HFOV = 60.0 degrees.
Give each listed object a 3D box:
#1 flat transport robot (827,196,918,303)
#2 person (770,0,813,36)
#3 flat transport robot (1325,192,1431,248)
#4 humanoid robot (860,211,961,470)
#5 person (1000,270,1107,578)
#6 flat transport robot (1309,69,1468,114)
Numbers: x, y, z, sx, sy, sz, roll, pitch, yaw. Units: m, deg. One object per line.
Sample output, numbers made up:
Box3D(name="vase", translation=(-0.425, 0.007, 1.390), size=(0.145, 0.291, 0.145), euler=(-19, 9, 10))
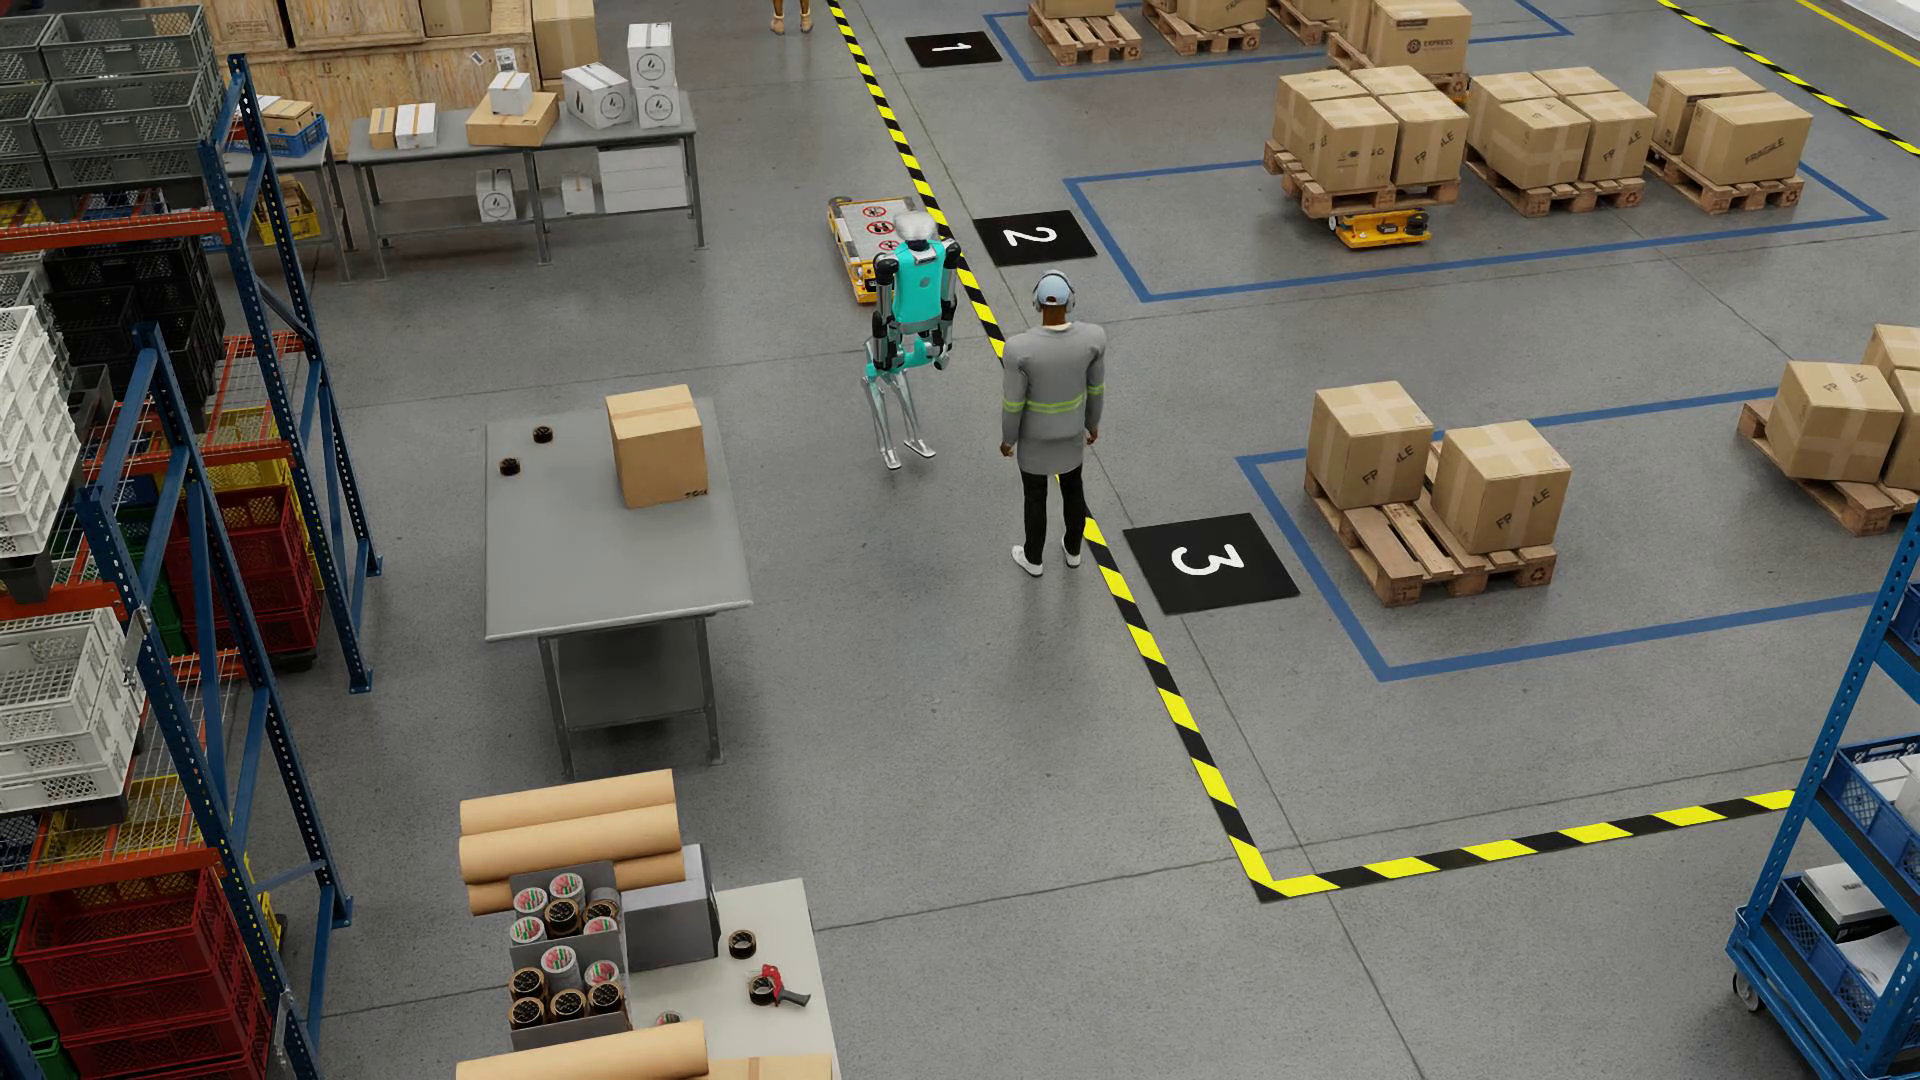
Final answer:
Box3D(name="flat transport robot", translation=(-0.570, -2.220, 12.538), size=(0.659, 0.231, 1.431), euler=(-8, 37, -10))
Box3D(name="person", translation=(-1.693, -5.906, 16.009), size=(0.615, 2.039, 0.379), euler=(-8, 37, -11))
Box3D(name="flat transport robot", translation=(3.134, -2.740, 13.213), size=(0.652, 0.197, 1.431), euler=(-8, 37, -10))
Box3D(name="humanoid robot", translation=(-0.363, -1.244, 9.883), size=(0.533, 1.677, 0.735), euler=(-18, 40, -23))
Box3D(name="person", translation=(0.488, -0.628, 9.074), size=(0.591, 1.849, 0.397), euler=(-10, 38, -14))
Box3D(name="flat transport robot", translation=(3.966, -4.126, 15.076), size=(1.431, 0.197, 0.652), euler=(-8, 37, -10))
